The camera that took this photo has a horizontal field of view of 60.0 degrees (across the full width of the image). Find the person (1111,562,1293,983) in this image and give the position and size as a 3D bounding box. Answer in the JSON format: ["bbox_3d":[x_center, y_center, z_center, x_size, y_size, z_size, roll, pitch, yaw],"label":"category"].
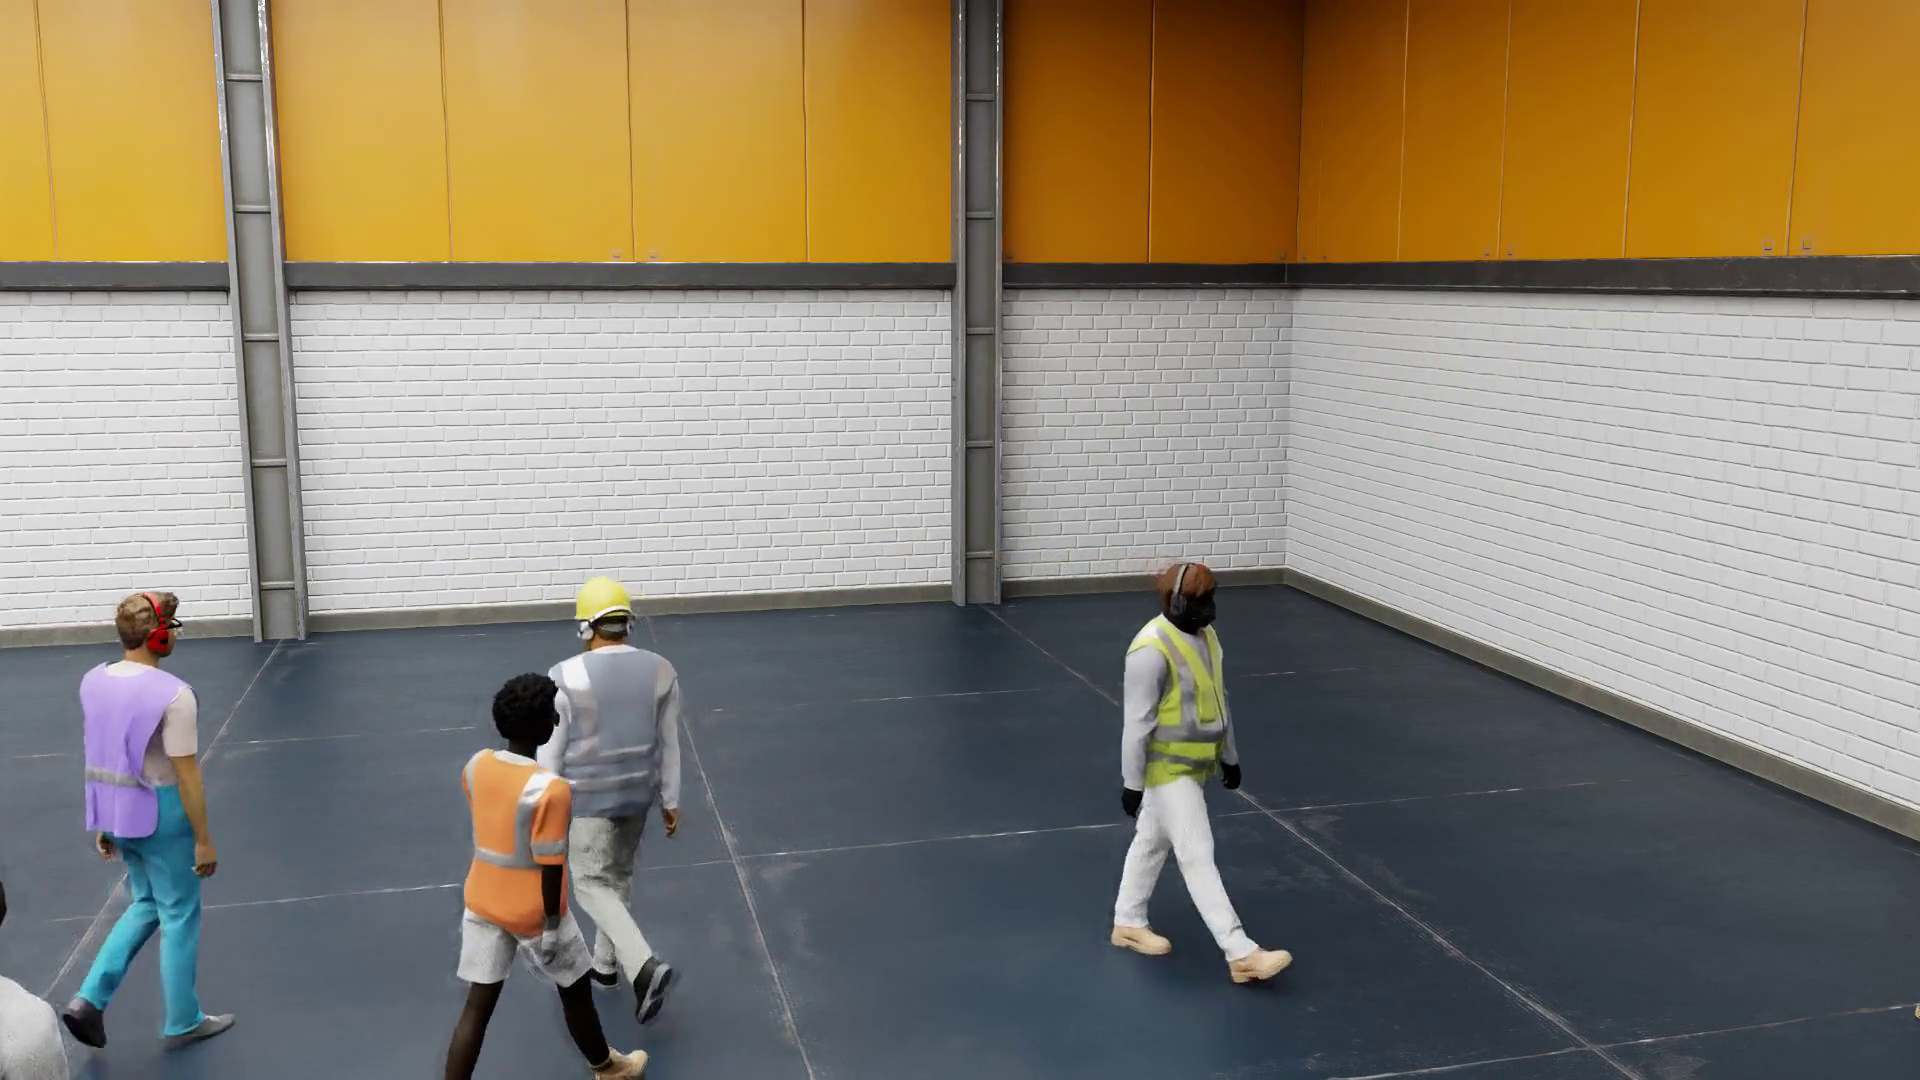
[{"bbox_3d":[1.044,0.992,7.194,0.932,1.795,0.658,5,11,30],"label":"person"}]

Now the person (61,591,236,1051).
[{"bbox_3d":[-3.138,1.108,6.382,0.576,1.830,0.522,5,10,28],"label":"person"}]

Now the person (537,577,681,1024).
[{"bbox_3d":[-1.389,1.065,6.787,0.619,1.797,0.799,-7,12,-39],"label":"person"}]

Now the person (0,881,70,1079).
[{"bbox_3d":[-2.140,1.566,3.498,0.900,1.828,0.566,-9,13,-44],"label":"person"}]

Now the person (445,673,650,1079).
[{"bbox_3d":[-1.531,1.277,5.884,0.537,1.648,0.862,6,11,32],"label":"person"}]

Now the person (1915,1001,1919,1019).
[{"bbox_3d":[4.078,1.051,6.571,0.349,1.882,0.577,-2,9,-10],"label":"person"}]
